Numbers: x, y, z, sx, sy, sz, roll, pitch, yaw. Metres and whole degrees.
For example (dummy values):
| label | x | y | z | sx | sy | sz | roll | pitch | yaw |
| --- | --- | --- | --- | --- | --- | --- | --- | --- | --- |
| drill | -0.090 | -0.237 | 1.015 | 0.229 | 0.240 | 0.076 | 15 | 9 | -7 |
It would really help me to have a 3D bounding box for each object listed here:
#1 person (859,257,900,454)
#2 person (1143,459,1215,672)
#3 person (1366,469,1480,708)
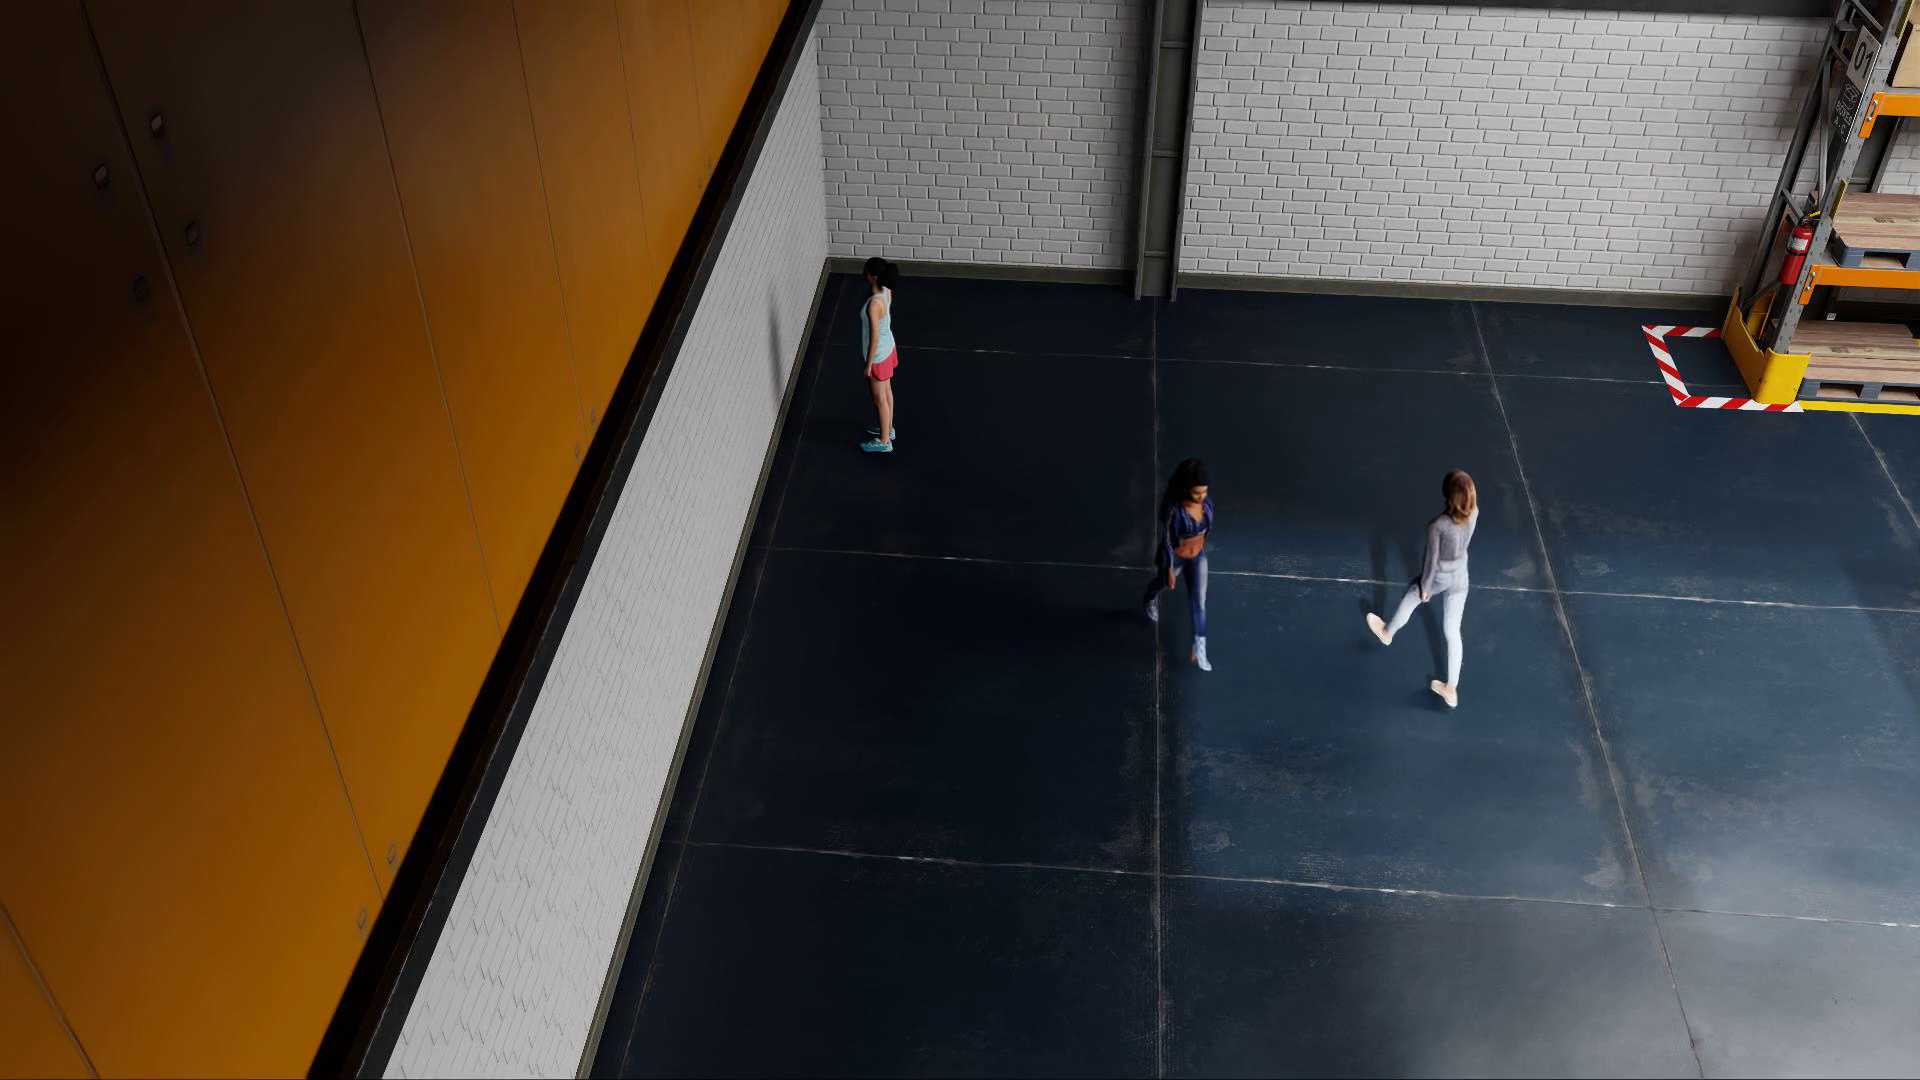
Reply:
| label | x | y | z | sx | sy | sz | roll | pitch | yaw |
| --- | --- | --- | --- | --- | --- | --- | --- | --- | --- |
| person | -0.665 | -1.508 | 13.466 | 0.608 | 1.765 | 0.599 | 7 | 39 | 8 |
| person | 1.503 | 0.095 | 11.608 | 1.104 | 1.579 | 1.041 | -17 | 42 | -20 |
| person | 3.296 | 0.337 | 11.175 | 1.199 | 1.740 | 1.037 | -15 | 41 | -18 |
